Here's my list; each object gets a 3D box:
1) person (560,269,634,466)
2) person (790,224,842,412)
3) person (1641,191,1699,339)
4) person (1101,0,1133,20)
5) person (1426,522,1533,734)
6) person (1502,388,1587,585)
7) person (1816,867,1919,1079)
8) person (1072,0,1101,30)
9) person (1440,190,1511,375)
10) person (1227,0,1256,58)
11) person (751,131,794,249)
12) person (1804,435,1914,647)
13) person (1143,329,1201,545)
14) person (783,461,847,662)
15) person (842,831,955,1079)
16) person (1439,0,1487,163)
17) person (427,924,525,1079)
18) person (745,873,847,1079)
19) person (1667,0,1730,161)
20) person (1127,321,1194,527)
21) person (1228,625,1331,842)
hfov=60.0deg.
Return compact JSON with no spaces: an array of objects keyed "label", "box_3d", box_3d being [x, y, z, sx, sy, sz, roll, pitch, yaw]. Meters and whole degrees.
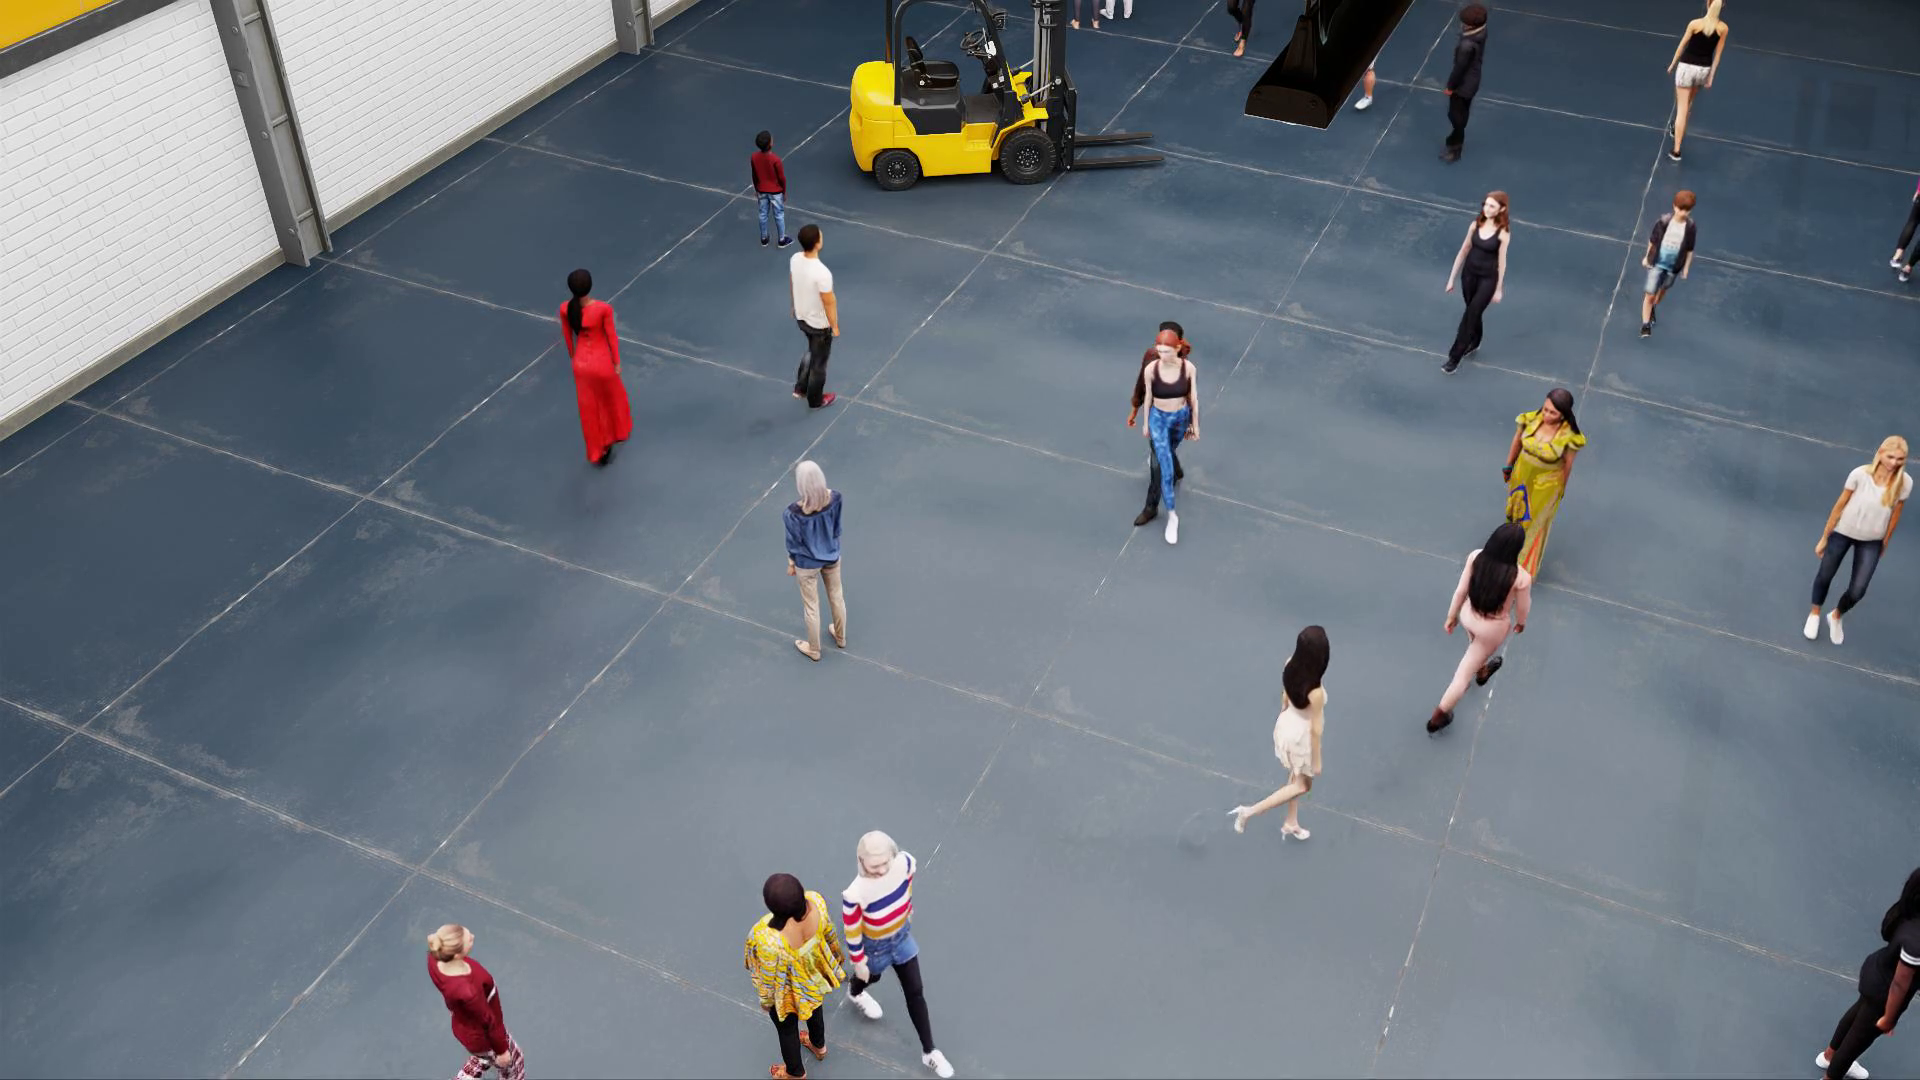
[{"label":"person","box_3d":[-3.042,-1.374,13.719,0.822,1.761,0.985,2,39,3]},{"label":"person","box_3d":[-1.325,-1.873,14.313,0.802,1.798,0.782,-30,47,-32]},{"label":"person","box_3d":[6.599,-2.621,15.552,0.683,1.411,0.981,8,39,10]},{"label":"person","box_3d":[2.073,-7.704,21.538,0.744,1.884,0.755,-5,39,-6]},{"label":"person","box_3d":[3.476,0.648,11.244,1.201,1.679,0.954,-28,46,-30]},{"label":"person","box_3d":[4.443,-0.494,12.723,0.901,1.627,1.226,28,46,30]},{"label":"person","box_3d":[5.015,2.416,8.988,0.692,1.732,0.540,21,43,24]},{"label":"person","box_3d":[1.653,-7.465,21.331,0.675,1.768,0.690,-5,39,-6]},{"label":"person","box_3d":[4.747,-2.381,15.007,1.095,1.716,0.863,-30,47,-32]},{"label":"person","box_3d":[3.612,-6.957,20.657,0.661,1.815,0.766,22,44,25]},{"label":"person","box_3d":[-1.928,-3.557,16.848,0.528,1.256,0.524,11,40,13]},{"label":"person","box_3d":[6.460,-0.055,12.027,0.605,1.800,0.577,16,41,19]},{"label":"person","box_3d":[1.635,-0.928,13.175,1.030,1.742,1.268,-6,39,-8]},{"label":"person","box_3d":[-1.019,0.139,11.871,0.658,1.702,0.762,-24,45,-27]},{"label":"person","box_3d":[-0.490,2.194,9.249,1.167,1.753,1.026,-29,47,-32]},{"label":"person","box_3d":[5.606,-5.099,18.383,0.606,1.750,0.909,-28,46,-30]},{"label":"person","box_3d":[-2.599,2.615,8.781,0.948,1.679,0.800,-31,48,-33]},{"label":"person","box_3d":[-0.910,2.388,9.083,0.816,1.656,0.730,23,44,26]},{"label":"person","box_3d":[8.099,-5.111,18.366,0.819,1.790,1.245,7,39,9]},{"label":"person","box_3d":[1.667,-1.023,13.274,0.876,1.756,1.090,30,47,32]},{"label":"person","box_3d":[2.028,1.277,10.430,0.915,1.712,0.874,-7,39,-8]}]
